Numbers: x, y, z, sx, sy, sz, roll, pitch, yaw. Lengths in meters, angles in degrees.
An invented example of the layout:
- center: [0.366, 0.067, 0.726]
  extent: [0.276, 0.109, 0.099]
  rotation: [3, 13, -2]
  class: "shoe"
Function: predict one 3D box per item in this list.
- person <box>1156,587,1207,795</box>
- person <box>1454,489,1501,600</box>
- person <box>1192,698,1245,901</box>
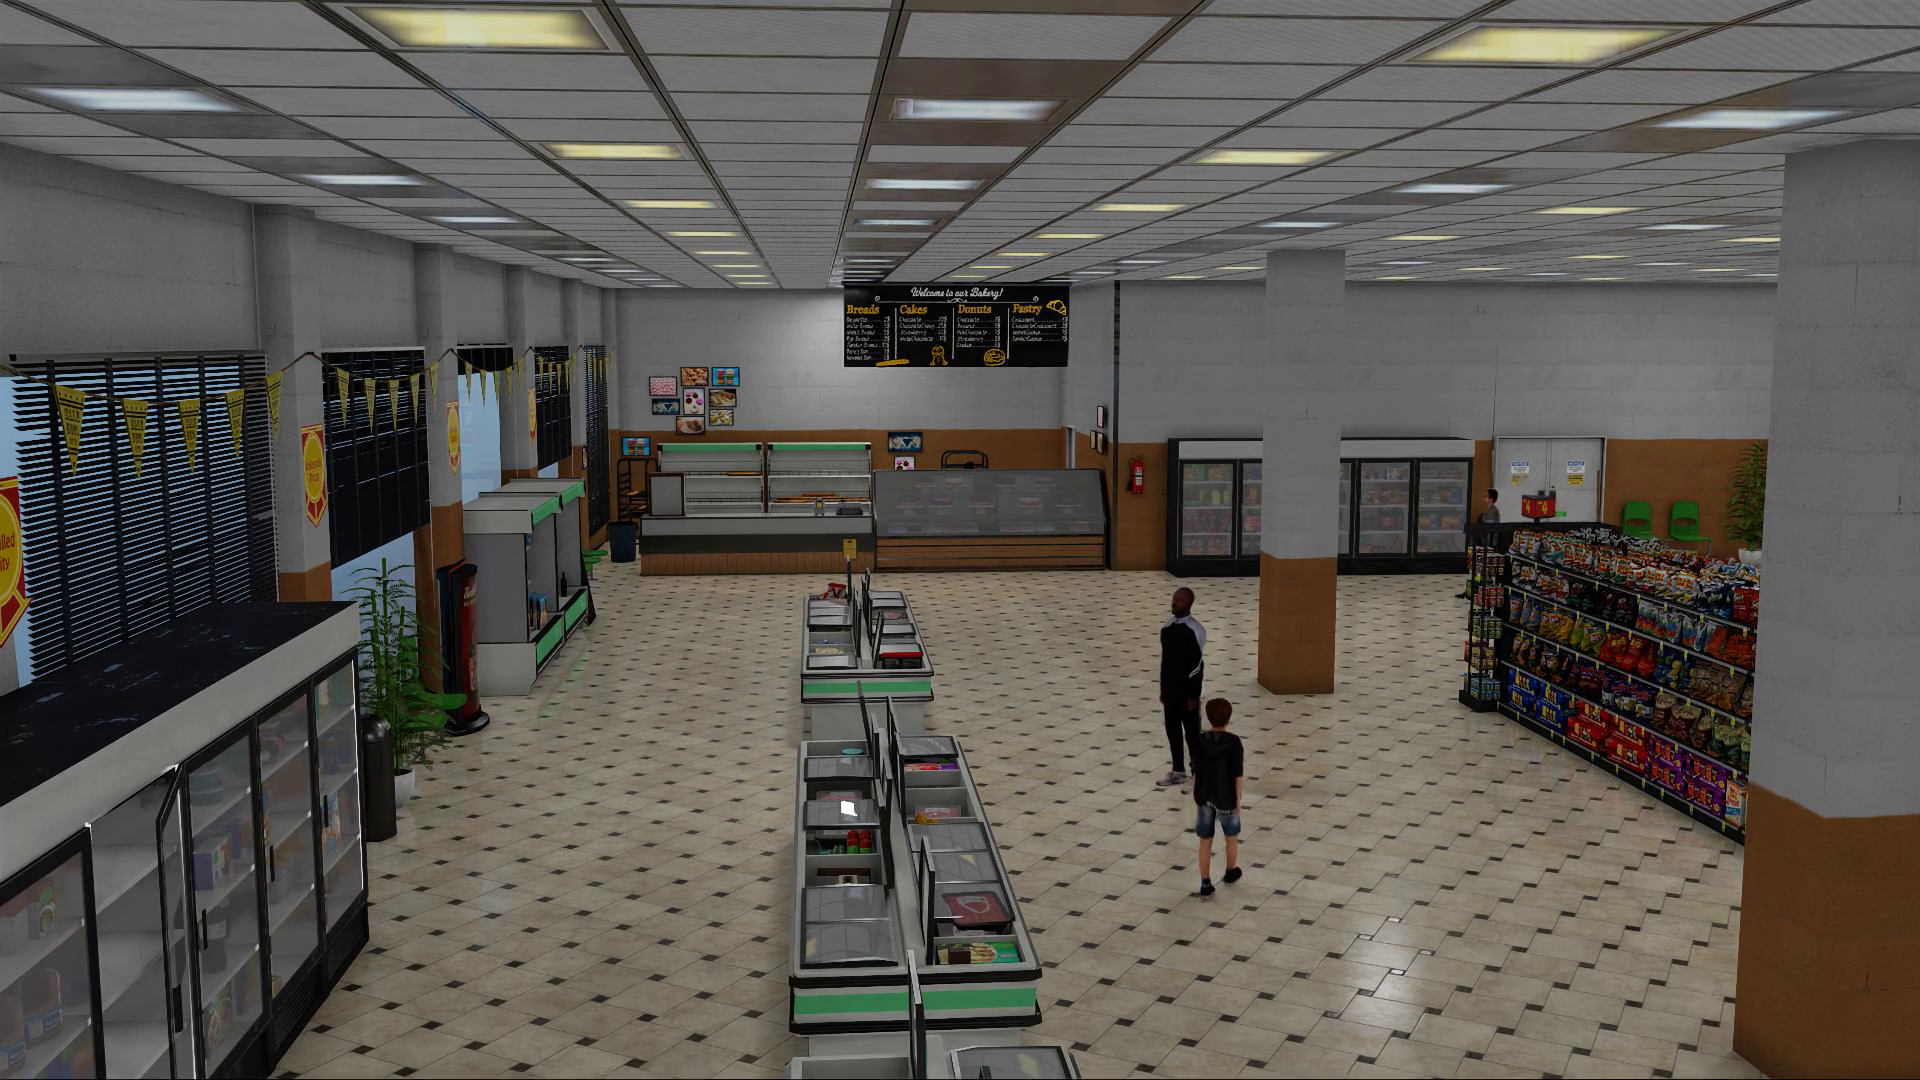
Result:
- center: [2.000, 1.316, 14.857]
  extent: [0.795, 1.823, 0.663]
  rotation: [-5, 8, -33]
  class: "person"
- center: [8.124, 0.116, 25.205]
  extent: [0.907, 1.722, 1.175]
  rotation: [2, 7, 12]
  class: "person"
- center: [1.824, 1.870, 11.931]
  extent: [0.765, 1.425, 0.903]
  rotation: [3, 7, 22]
  class: "person"
